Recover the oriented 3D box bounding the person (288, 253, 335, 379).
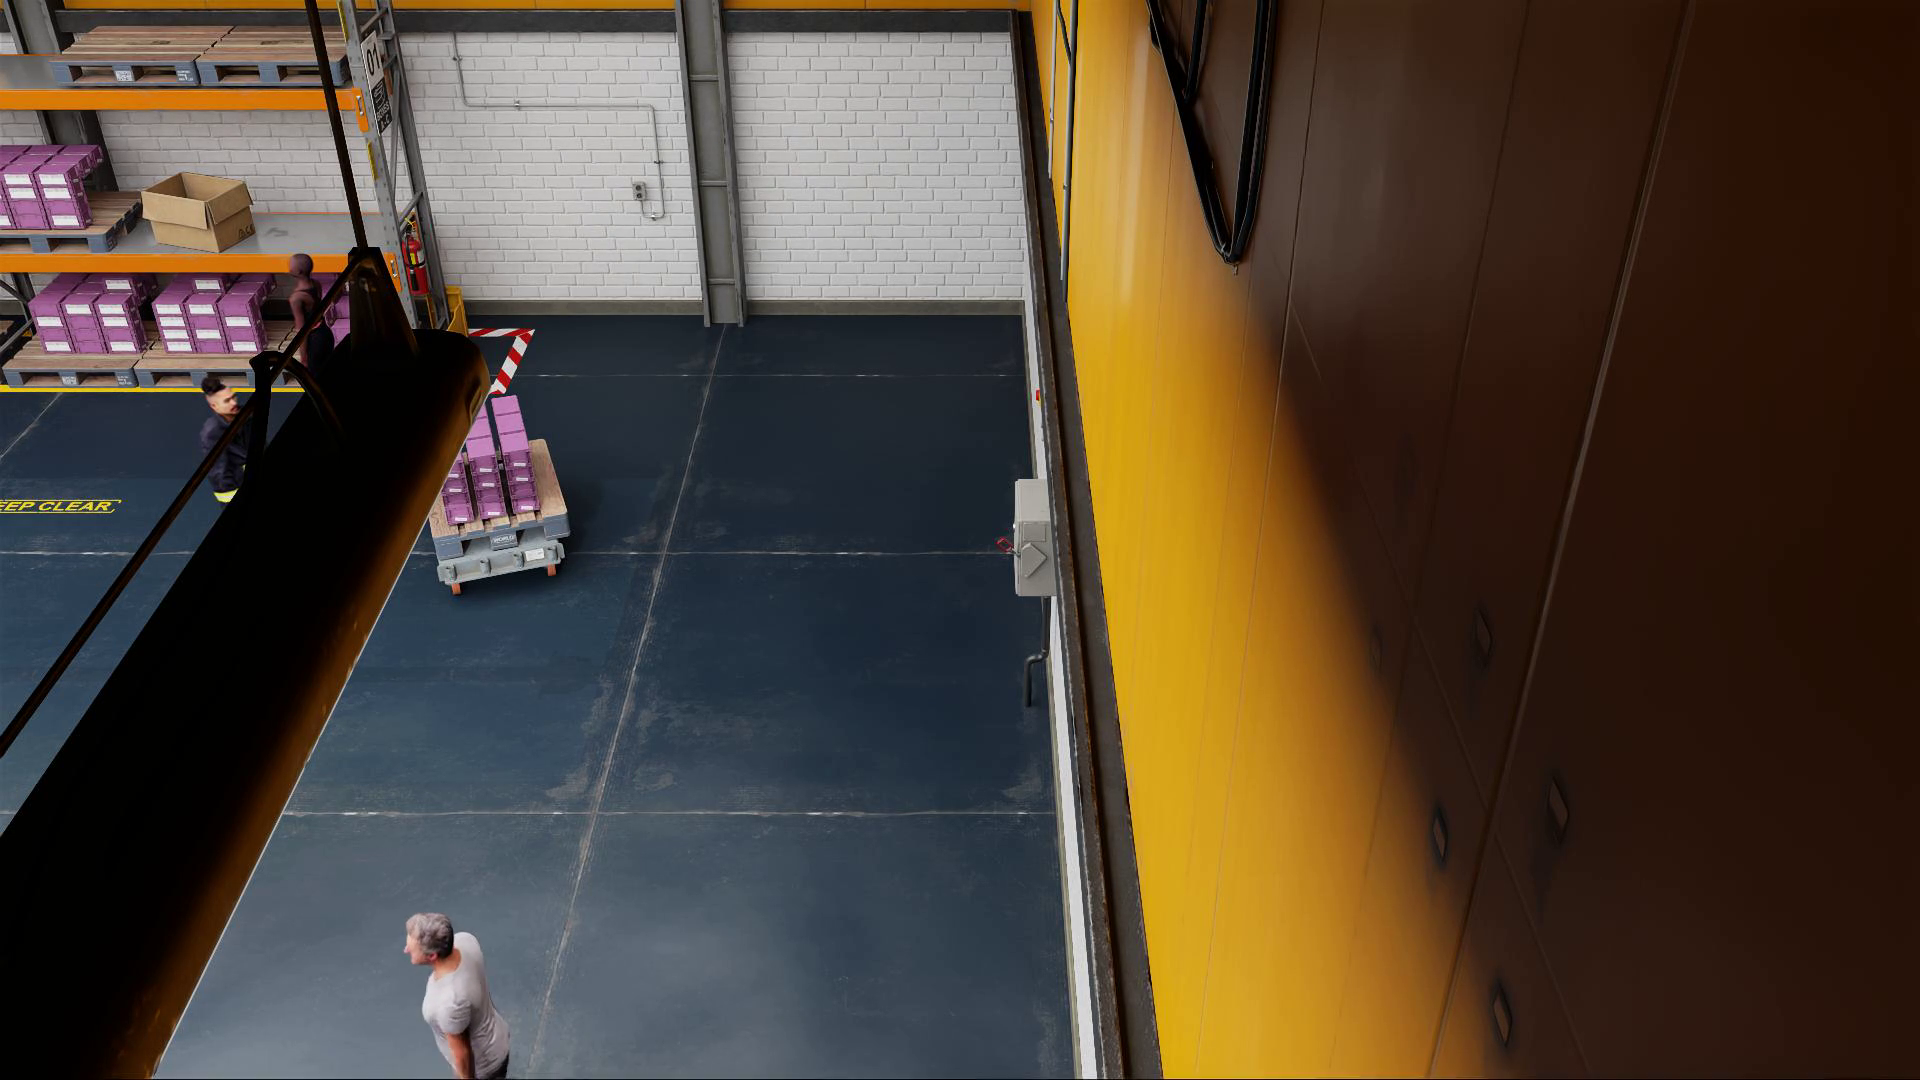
[{"bbox_3d":[-5.505,-1.654,14.287,0.567,1.754,0.605,4,34,7],"label":"person"}]

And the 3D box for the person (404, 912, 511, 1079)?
[{"bbox_3d":[-2.236,2.467,8.046,1.068,1.801,0.799,-4,34,-6],"label":"person"}]

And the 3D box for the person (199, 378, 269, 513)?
[{"bbox_3d":[-5.267,-0.380,12.275,0.769,1.861,0.814,7,34,11],"label":"person"}]
